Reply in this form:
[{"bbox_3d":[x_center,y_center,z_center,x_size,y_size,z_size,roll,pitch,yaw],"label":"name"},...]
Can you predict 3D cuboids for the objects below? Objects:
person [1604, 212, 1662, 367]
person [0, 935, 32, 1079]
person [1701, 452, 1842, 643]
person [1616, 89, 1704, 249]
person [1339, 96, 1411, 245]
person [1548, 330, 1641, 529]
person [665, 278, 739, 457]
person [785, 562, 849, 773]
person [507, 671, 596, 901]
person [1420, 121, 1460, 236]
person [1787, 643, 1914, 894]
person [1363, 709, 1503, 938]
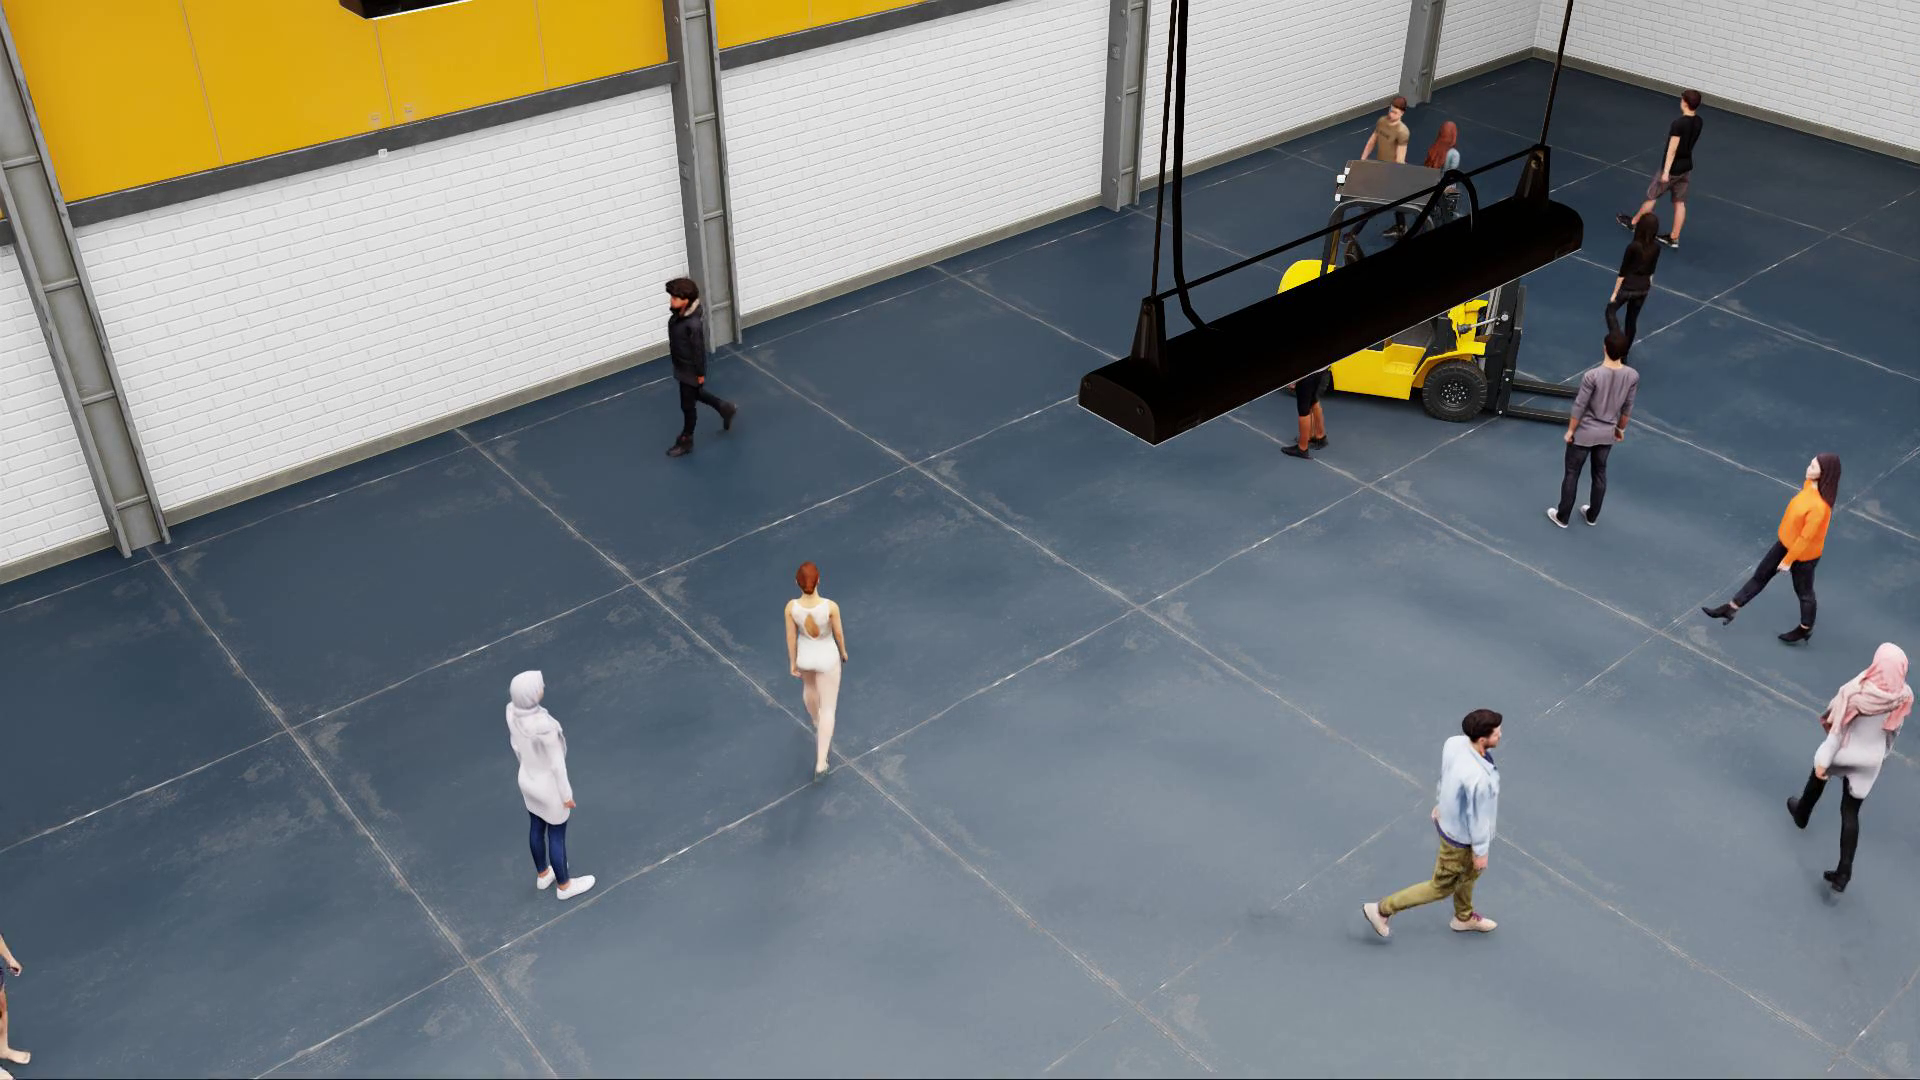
[{"bbox_3d":[6.884,-2.505,16.932,0.675,1.629,0.763,-6,34,-9],"label":"person"},{"bbox_3d":[-5.729,2.462,9.525,0.738,1.555,0.663,7,34,11],"label":"person"},{"bbox_3d":[6.613,0.108,12.928,1.097,1.709,1.101,7,34,10],"label":"person"},{"bbox_3d":[8.448,-4.312,19.468,1.075,1.831,0.894,-18,37,-25],"label":"person"},{"bbox_3d":[5.075,-4.325,19.526,1.356,1.789,1.042,-9,35,-14],"label":"person"},{"bbox_3d":[5.499,-0.950,14.394,0.658,1.848,0.790,-5,34,-7],"label":"person"},{"bbox_3d":[-2.460,-1.647,15.523,1.057,1.761,0.695,-21,39,-29],"label":"person"},{"bbox_3d":[-1.016,0.915,11.807,0.996,1.607,1.078,4,34,6],"label":"person"},{"bbox_3d":[-2.679,1.568,10.673,0.644,1.775,0.590,25,41,32],"label":"person"},{"bbox_3d":[5.369,-3.839,18.890,1.053,1.683,0.637,-23,40,-31],"label":"person"},{"bbox_3d":[5.829,1.487,10.809,1.172,1.759,1.248,3,34,5],"label":"person"},{"bbox_3d":[3.006,1.810,10.299,1.213,1.786,1.141,2,34,4],"label":"person"}]
